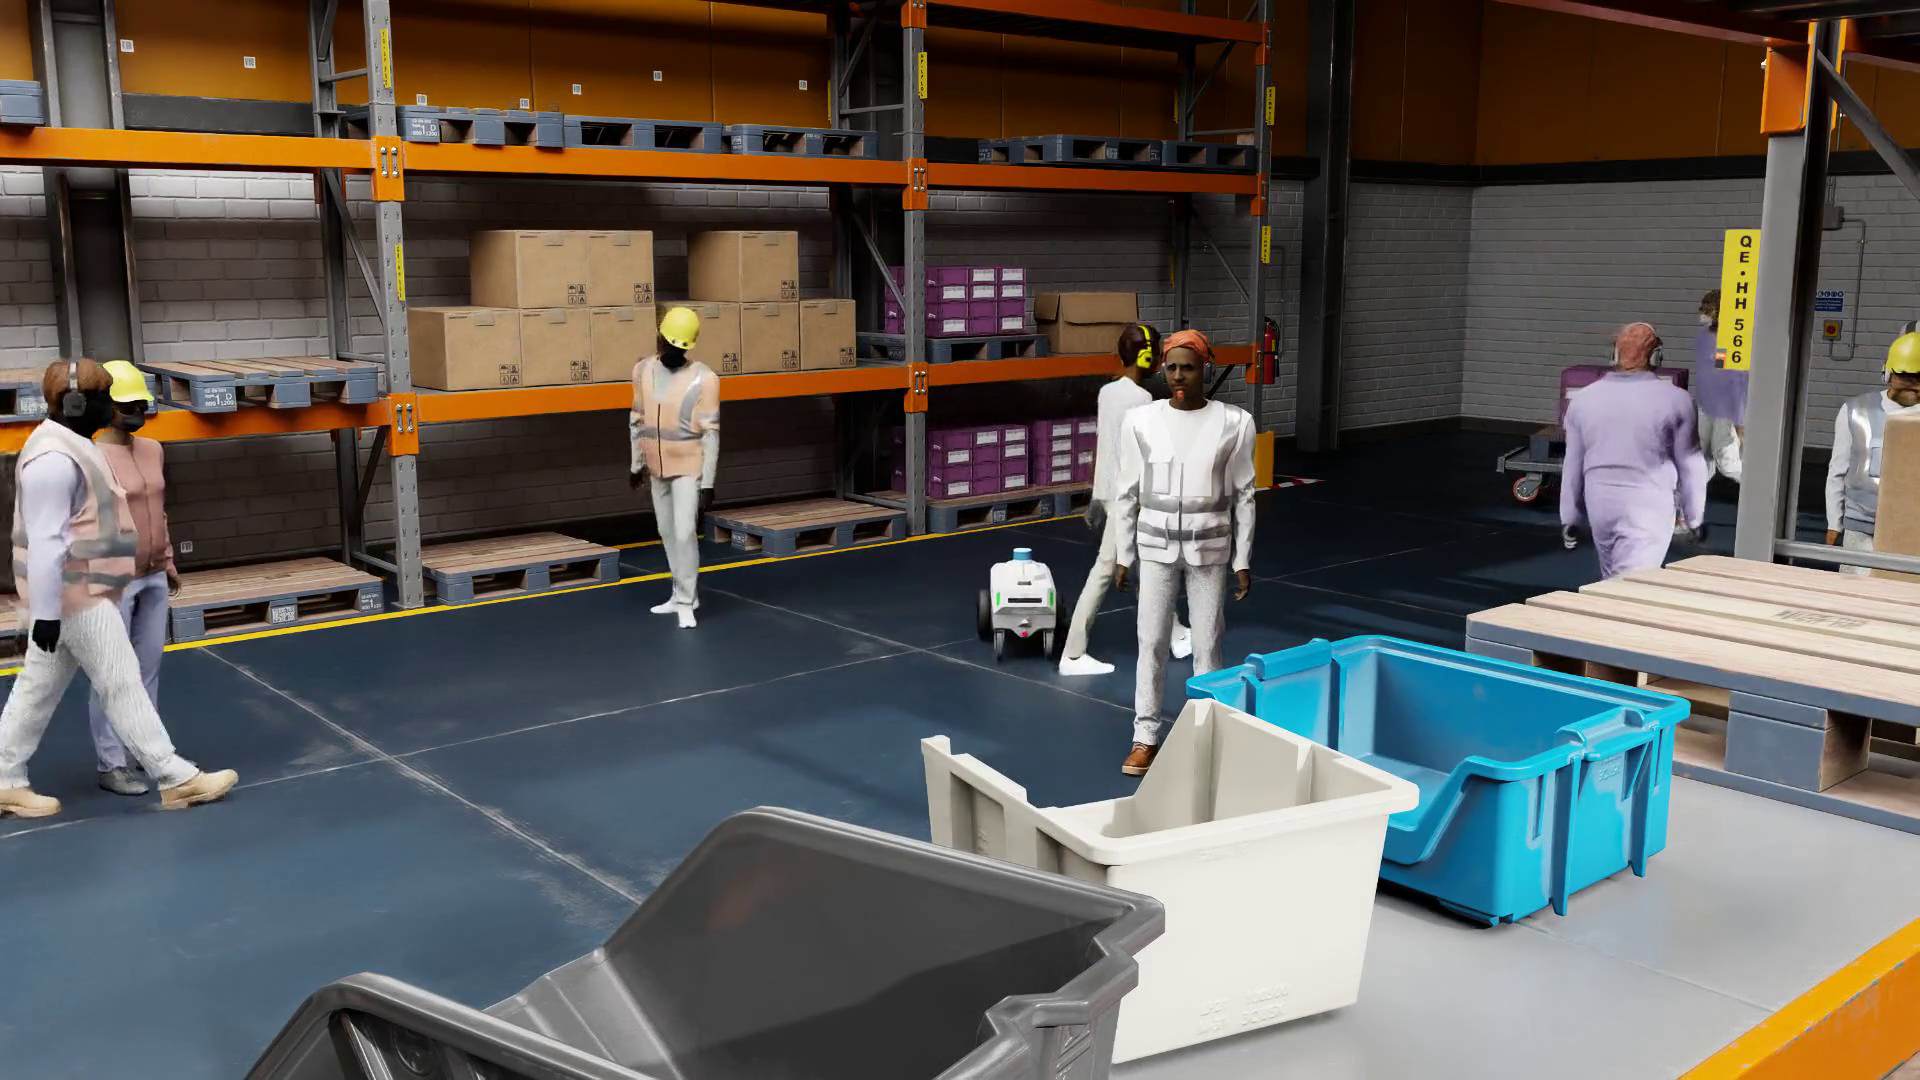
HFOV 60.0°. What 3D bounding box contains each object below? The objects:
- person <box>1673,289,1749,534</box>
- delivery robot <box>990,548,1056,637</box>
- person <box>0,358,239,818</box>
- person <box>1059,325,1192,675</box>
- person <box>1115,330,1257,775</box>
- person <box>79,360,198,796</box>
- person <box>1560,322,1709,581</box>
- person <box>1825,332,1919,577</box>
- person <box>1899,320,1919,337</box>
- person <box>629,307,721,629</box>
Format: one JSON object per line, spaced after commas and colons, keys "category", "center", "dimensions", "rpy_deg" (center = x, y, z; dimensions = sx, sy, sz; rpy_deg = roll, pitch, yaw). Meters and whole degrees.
{"category": "person", "center": [5.923, -0.974, 12.780], "dimensions": [0.871, 1.907, 0.646], "rpy_deg": [-2, 10, -12]}
{"category": "delivery robot", "center": [0.343, 0.288, 9.174], "dimensions": [0.477, 0.478, 0.707], "rpy_deg": [0, 10, 0]}
{"category": "person", "center": [-3.409, 0.200, 6.455], "dimensions": [0.947, 1.799, 0.647], "rpy_deg": [-4, 11, -23]}
{"category": "person", "center": [0.948, -0.201, 8.658], "dimensions": [0.985, 1.808, 0.492], "rpy_deg": [-3, 10, -15]}
{"category": "person", "center": [0.931, 0.069, 6.942], "dimensions": [0.583, 1.882, 0.338], "rpy_deg": [3, 10, 15]}
{"category": "person", "center": [-3.393, 0.149, 6.828], "dimensions": [0.321, 1.767, 0.533], "rpy_deg": [2, 10, 11]}
{"category": "person", "center": [3.272, -0.134, 8.165], "dimensions": [0.996, 1.865, 0.634], "rpy_deg": [-8, 13, -38]}
{"category": "person", "center": [4.452, -0.078, 7.940], "dimensions": [0.588, 1.823, 0.403], "rpy_deg": [4, 11, 22]}
{"category": "person", "center": [8.145, -1.209, 13.951], "dimensions": [0.553, 1.935, 0.365], "rpy_deg": [8, 13, 39]}
{"category": "person", "center": [-1.647, -0.422, 9.738], "dimensions": [0.674, 1.879, 0.546], "rpy_deg": [6, 12, 29]}
